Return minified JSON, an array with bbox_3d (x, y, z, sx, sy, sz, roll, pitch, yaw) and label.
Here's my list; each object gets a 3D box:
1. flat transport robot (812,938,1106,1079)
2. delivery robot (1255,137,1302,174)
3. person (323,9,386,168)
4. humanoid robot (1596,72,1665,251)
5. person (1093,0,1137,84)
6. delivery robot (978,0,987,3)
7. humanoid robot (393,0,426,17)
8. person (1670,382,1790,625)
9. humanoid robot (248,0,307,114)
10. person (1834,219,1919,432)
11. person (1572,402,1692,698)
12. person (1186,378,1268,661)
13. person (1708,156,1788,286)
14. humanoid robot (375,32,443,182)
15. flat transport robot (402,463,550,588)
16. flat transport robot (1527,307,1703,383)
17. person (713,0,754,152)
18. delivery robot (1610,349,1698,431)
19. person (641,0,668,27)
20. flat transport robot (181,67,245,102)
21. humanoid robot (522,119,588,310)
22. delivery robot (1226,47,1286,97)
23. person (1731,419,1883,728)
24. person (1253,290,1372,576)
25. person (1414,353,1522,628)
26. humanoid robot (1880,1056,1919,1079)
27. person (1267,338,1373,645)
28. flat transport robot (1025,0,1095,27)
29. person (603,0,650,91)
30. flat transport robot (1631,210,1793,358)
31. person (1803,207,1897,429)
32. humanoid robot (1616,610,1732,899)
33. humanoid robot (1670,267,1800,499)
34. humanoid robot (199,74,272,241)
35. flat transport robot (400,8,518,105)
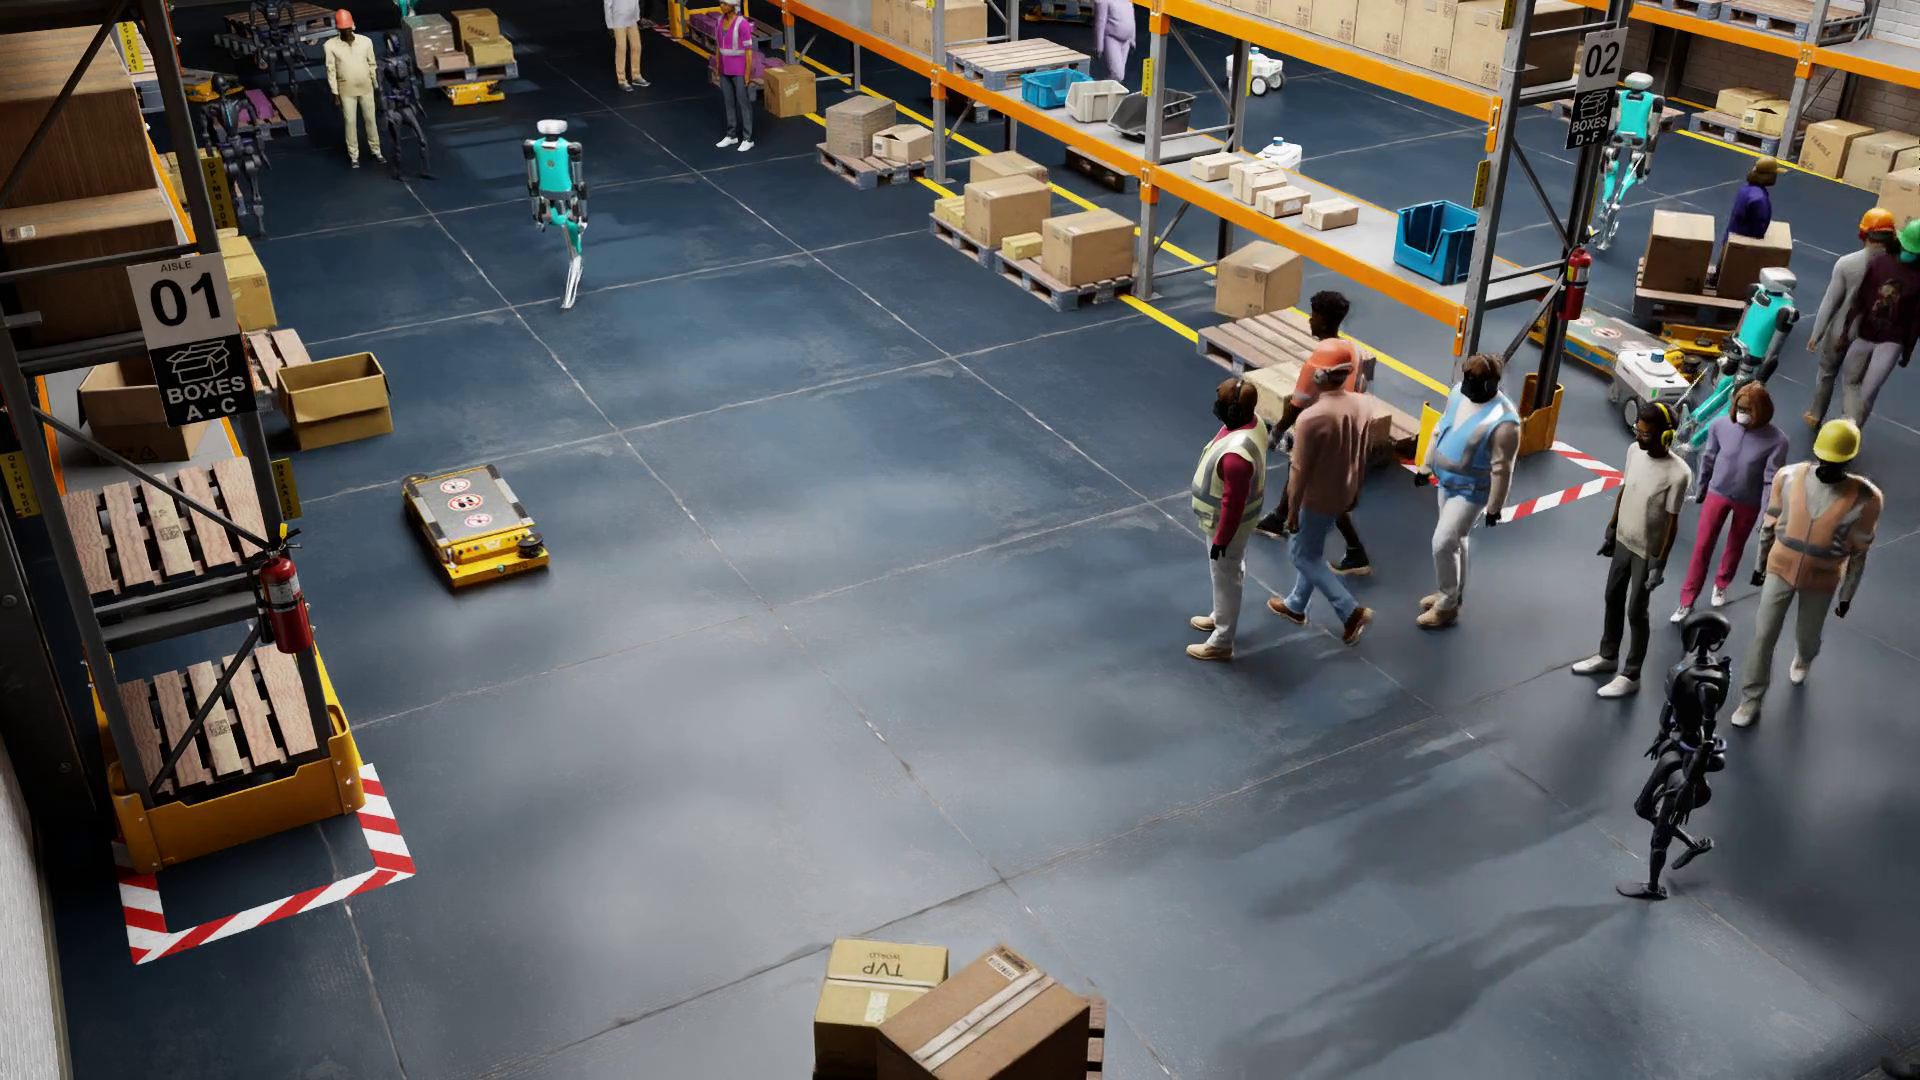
[{"bbox_3d":[-0.004,2.462,7.123,0.659,0.231,1.431,3,30,6],"label":"flat transport robot"},{"bbox_3d":[3.470,-4.120,18.298,0.499,0.598,0.802,18,34,28],"label":"delivery robot"},{"bbox_3d":[-6.836,-5.117,18.826,0.568,1.749,0.341,-17,34,-28],"label":"person"},{"bbox_3d":[6.441,-3.646,16.273,0.556,1.733,0.984,21,36,32],"label":"humanoid robot"},{"bbox_3d":[1.933,-6.078,20.356,0.450,1.891,0.671,22,37,33],"label":"person"},{"bbox_3d":[0.016,-8.650,26.190,0.803,0.603,0.499,-10,31,-17],"label":"delivery robot"},{"bbox_3d":[-7.807,-7.713,23.373,0.561,1.779,0.815,-17,34,-27],"label":"humanoid robot"},{"bbox_3d":[4.831,-0.209,10.436,0.504,1.596,0.783,18,35,29],"label":"person"},{"bbox_3d":[-8.455,-6.117,20.633,0.599,1.654,0.315,-16,33,-25],"label":"humanoid robot"},{"bbox_3d":[6.913,-1.543,12.463,0.532,1.904,0.864,25,38,36],"label":"person"},{"bbox_3d":[3.948,0.054,9.732,0.345,1.853,0.520,-10,31,-16],"label":"person"},{"bbox_3d":[1.603,-0.125,10.050,0.429,1.844,0.621,7,31,12],"label":"person"},{"bbox_3d":[6.916,-2.566,14.554,0.806,1.586,0.472,9,31,15],"label":"person"},{"bbox_3d":[-6.123,-4.742,18.261,0.557,1.638,0.610,15,33,24],"label":"humanoid robot"},{"bbox_3d":[-3.417,-0.137,11.648,0.659,0.231,1.431,-16,33,-25],"label":"flat transport robot"},{"bbox_3d":[5.596,-1.653,14.287,0.659,0.231,1.431,-14,33,-22],"label":"flat transport robot"},{"bbox_3d":[-2.640,-5.462,19.333,0.522,1.846,0.332,19,35,30],"label":"person"},{"bbox_3d":[5.512,-1.240,13.247,0.499,0.560,0.734,-2,30,-4],"label":"delivery robot"},{"bbox_3d":[-4.530,-8.618,24.969,0.943,1.700,0.743,-24,38,-36],"label":"person"},{"bbox_3d":[-10.179,-5.978,21.816,1.431,0.231,0.659,13,32,22],"label":"flat transport robot"},{"bbox_3d":[-3.613,-3.064,15.319,0.545,1.770,1.037,2,30,3],"label":"humanoid robot"},{"bbox_3d":[3.879,-6.148,21.834,0.775,0.603,0.499,22,36,33],"label":"delivery robot"},{"bbox_3d":[4.856,0.148,9.518,0.584,1.905,0.773,22,37,33],"label":"person"},{"bbox_3d":[2.417,-0.721,11.023,1.023,1.915,0.602,19,35,29],"label":"person"},{"bbox_3d":[3.081,-0.323,10.408,0.591,1.825,0.641,-6,30,-10],"label":"person"},{"bbox_3d":[4.513,1.768,6.991,0.788,1.621,0.590,6,30,10],"label":"humanoid robot"},{"bbox_3d":[2.285,-0.248,10.155,0.618,1.954,0.754,-21,36,-32],"label":"person"},{"bbox_3d":[1.773,-8.050,25.424,1.431,0.231,0.659,10,31,17],"label":"flat transport robot"},{"bbox_3d":[-4.387,-6.777,21.729,0.353,1.744,0.585,18,35,29],"label":"person"},{"bbox_3d":[6.630,-1.983,14.861,0.659,0.231,1.431,11,32,18],"label":"flat transport robot"},{"bbox_3d":[6.768,-1.567,12.567,0.590,1.852,0.880,7,31,13],"label":"person"},{"bbox_3d":[3.601,1.080,8.127,0.462,1.644,0.610,4,30,7],"label":"humanoid robot"},{"bbox_3d":[5.376,-1.062,11.793,0.690,1.793,0.547,-3,30,-5],"label":"humanoid robot"},{"bbox_3d":[-7.309,-3.889,16.790,0.592,1.626,0.718,-16,34,-26],"label":"humanoid robot"},{"bbox_3d":[-6.495,-5.997,21.849,0.659,0.231,1.431,-14,33,-23],"label":"flat transport robot"}]
